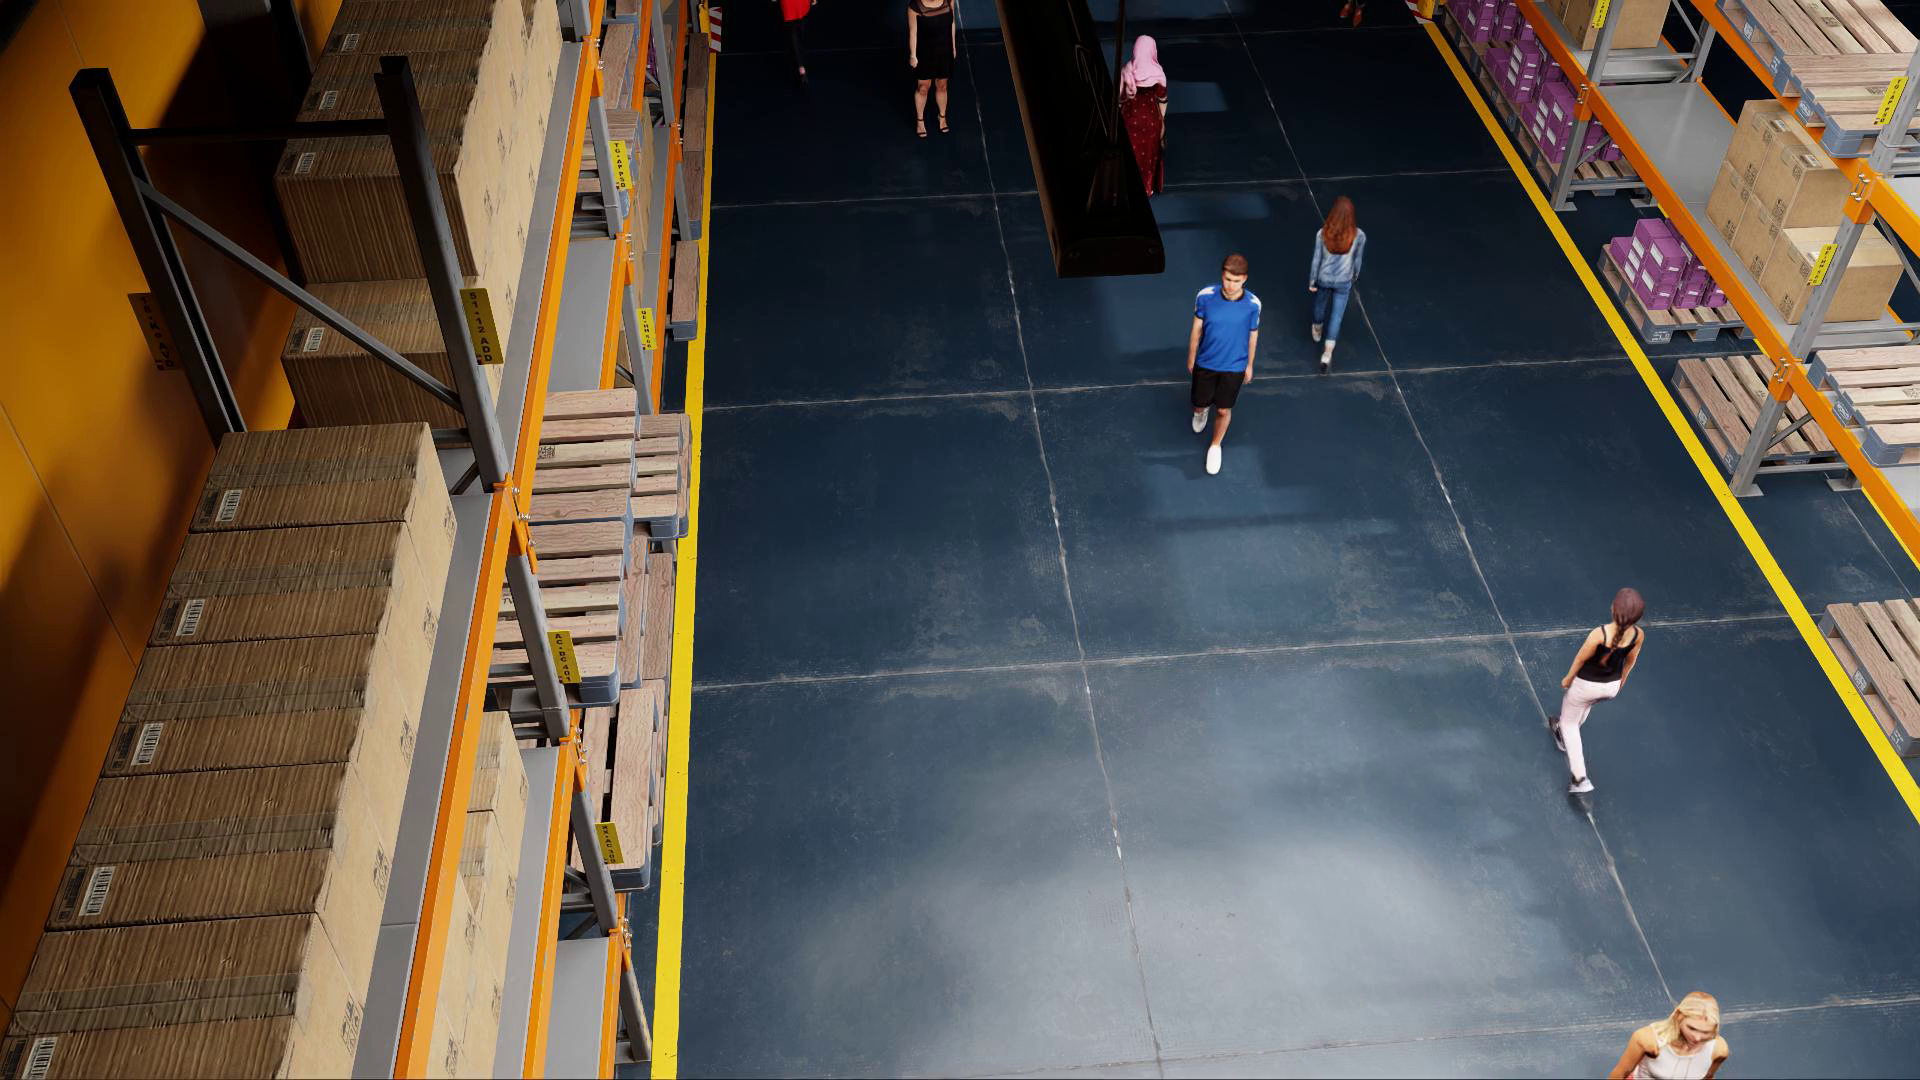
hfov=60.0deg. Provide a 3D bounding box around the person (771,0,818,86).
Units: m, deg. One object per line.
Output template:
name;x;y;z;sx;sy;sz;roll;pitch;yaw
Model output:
person;-1.657;-5.425;16.764;0.716;1.713;1.094;-9;44;-10

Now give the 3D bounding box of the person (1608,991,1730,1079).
person;3.373;2.724;8.146;0.677;1.802;0.641;5;44;5

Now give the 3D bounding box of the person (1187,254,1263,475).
person;1.964;-1.385;12.425;0.779;1.850;0.974;6;44;6

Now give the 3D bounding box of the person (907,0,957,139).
person;-0.267;-4.674;15.977;0.711;1.712;0.713;-17;46;-17

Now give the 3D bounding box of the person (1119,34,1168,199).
person;1.646;-3.841;15.157;0.739;1.638;0.719;10;45;10

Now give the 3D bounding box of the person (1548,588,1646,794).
person;3.913;0.930;10.219;0.517;1.539;0.945;-4;44;-4

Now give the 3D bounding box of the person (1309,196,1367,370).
person;3.022;-2.070;13.430;0.737;1.453;1.017;9;44;9
